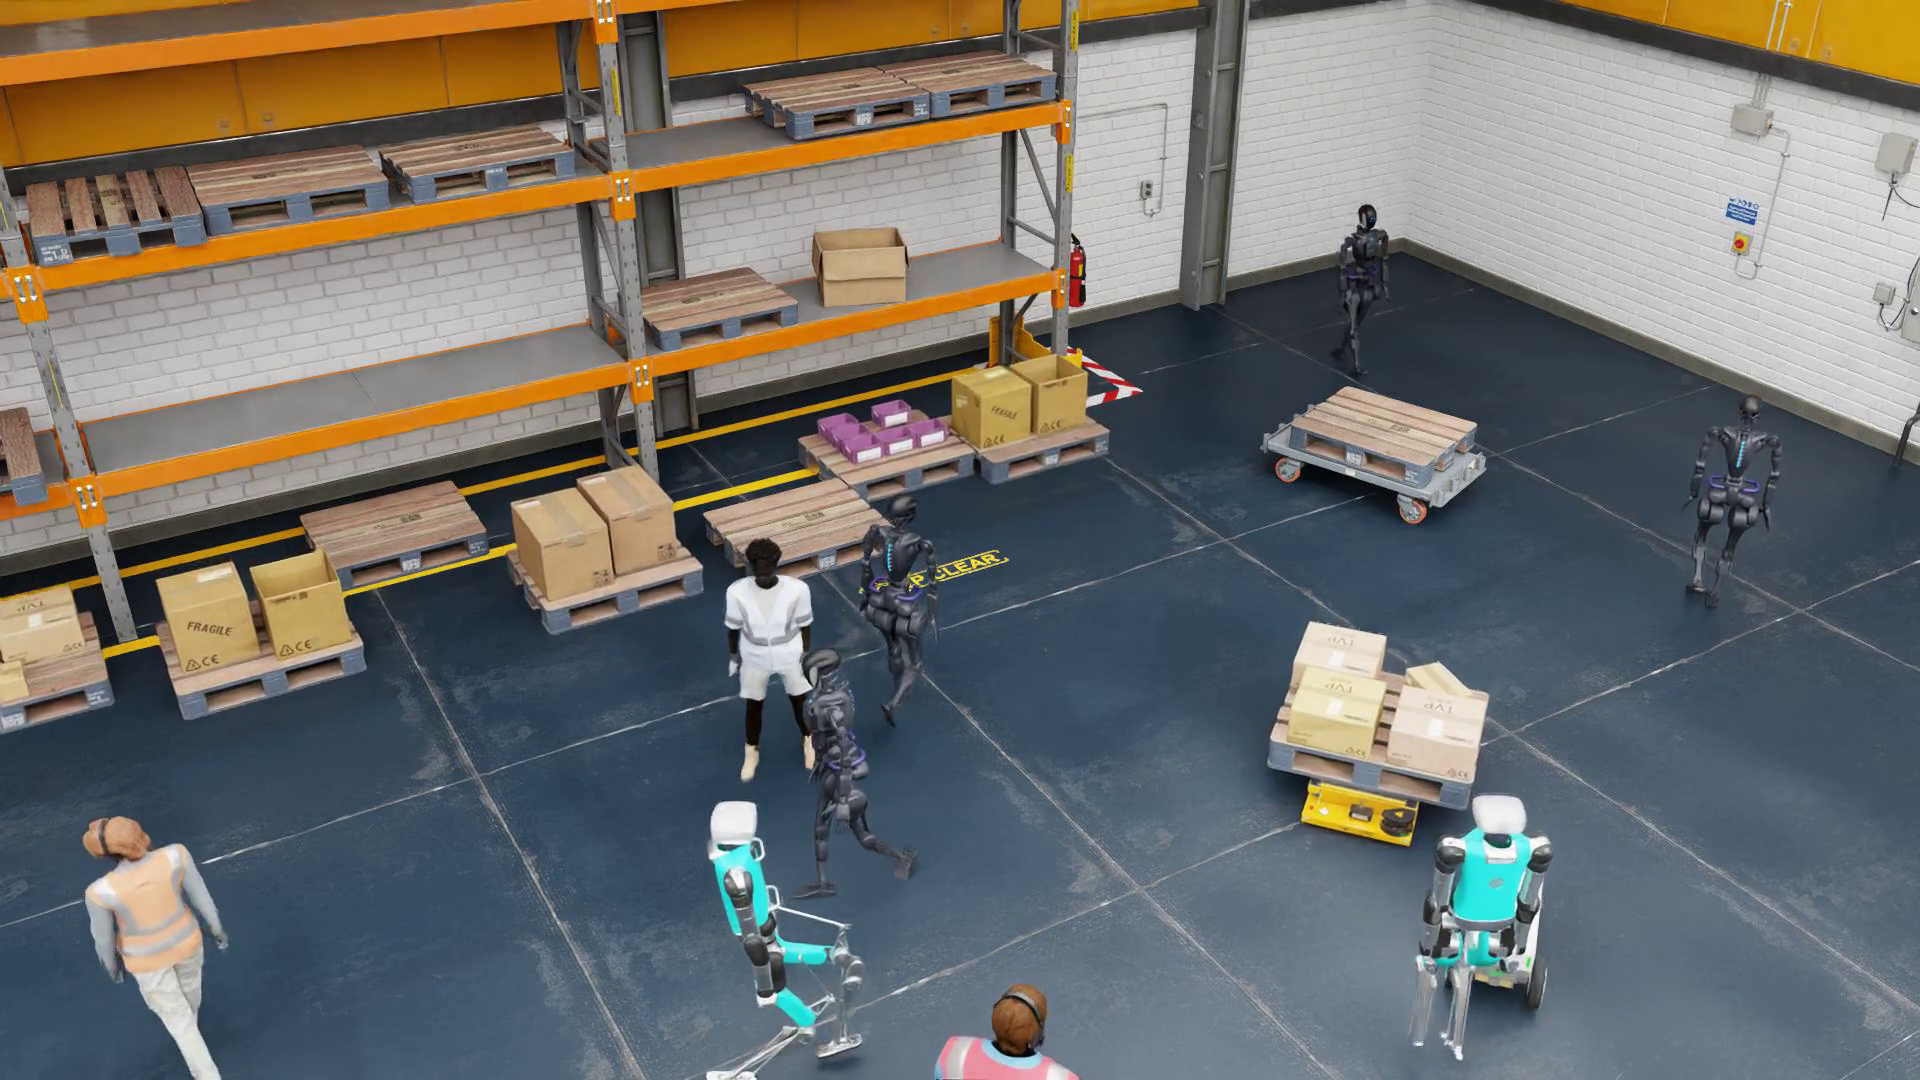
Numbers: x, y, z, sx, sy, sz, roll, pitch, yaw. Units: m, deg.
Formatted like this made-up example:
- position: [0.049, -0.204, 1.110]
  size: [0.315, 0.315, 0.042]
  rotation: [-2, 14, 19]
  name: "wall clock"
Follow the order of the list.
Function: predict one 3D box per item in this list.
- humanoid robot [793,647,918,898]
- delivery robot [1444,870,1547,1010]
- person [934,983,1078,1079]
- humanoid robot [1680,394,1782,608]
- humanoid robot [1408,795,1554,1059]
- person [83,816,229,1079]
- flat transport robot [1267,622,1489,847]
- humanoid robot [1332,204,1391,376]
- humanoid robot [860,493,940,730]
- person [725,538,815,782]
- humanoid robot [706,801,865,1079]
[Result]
- position: [-0.605, 1.301, 9.306]
  size: [0.762, 1.645, 0.585]
  rotation: [-11, 31, -19]
  name: "humanoid robot"
- position: [2.918, 2.116, 8.957]
  size: [0.499, 0.613, 0.796]
  rotation: [10, 31, 18]
  name: "delivery robot"
- position: [0.210, 2.562, 6.856]
  size: [0.628, 1.835, 0.431]
  rotation: [11, 31, 19]
  name: "person"
- position: [5.580, -0.293, 12.049]
  size: [0.615, 1.648, 0.342]
  rotation: [12, 31, 20]
  name: "humanoid robot"
- position: [2.467, 1.885, 8.168]
  size: [0.536, 1.818, 0.685]
  rotation: [0, 29, 0]
  name: "humanoid robot"
- position: [-3.915, 1.975, 8.136]
  size: [0.550, 1.578, 0.870]
  rotation: [-26, 38, -38]
  name: "person"
- position: [2.631, 1.381, 10.529]
  size: [0.659, 0.231, 1.431]
  rotation: [11, 31, 19]
  name: "flat transport robot"
- position: [3.850, -2.388, 15.820]
  size: [0.587, 1.622, 0.798]
  rotation: [-12, 32, -21]
  name: "humanoid robot"
- position: [-0.440, 0.445, 10.769]
  size: [0.609, 1.640, 0.577]
  rotation: [14, 32, 23]
  name: "humanoid robot"
- position: [-1.163, 0.728, 10.253]
  size: [0.544, 1.691, 0.334]
  rotation: [-2, 30, -3]
  name: "person"
- position: [-0.772, 1.968, 8.030]
  size: [1.012, 1.750, 0.532]
  rotation: [-6, 30, -11]
  name: "humanoid robot"
